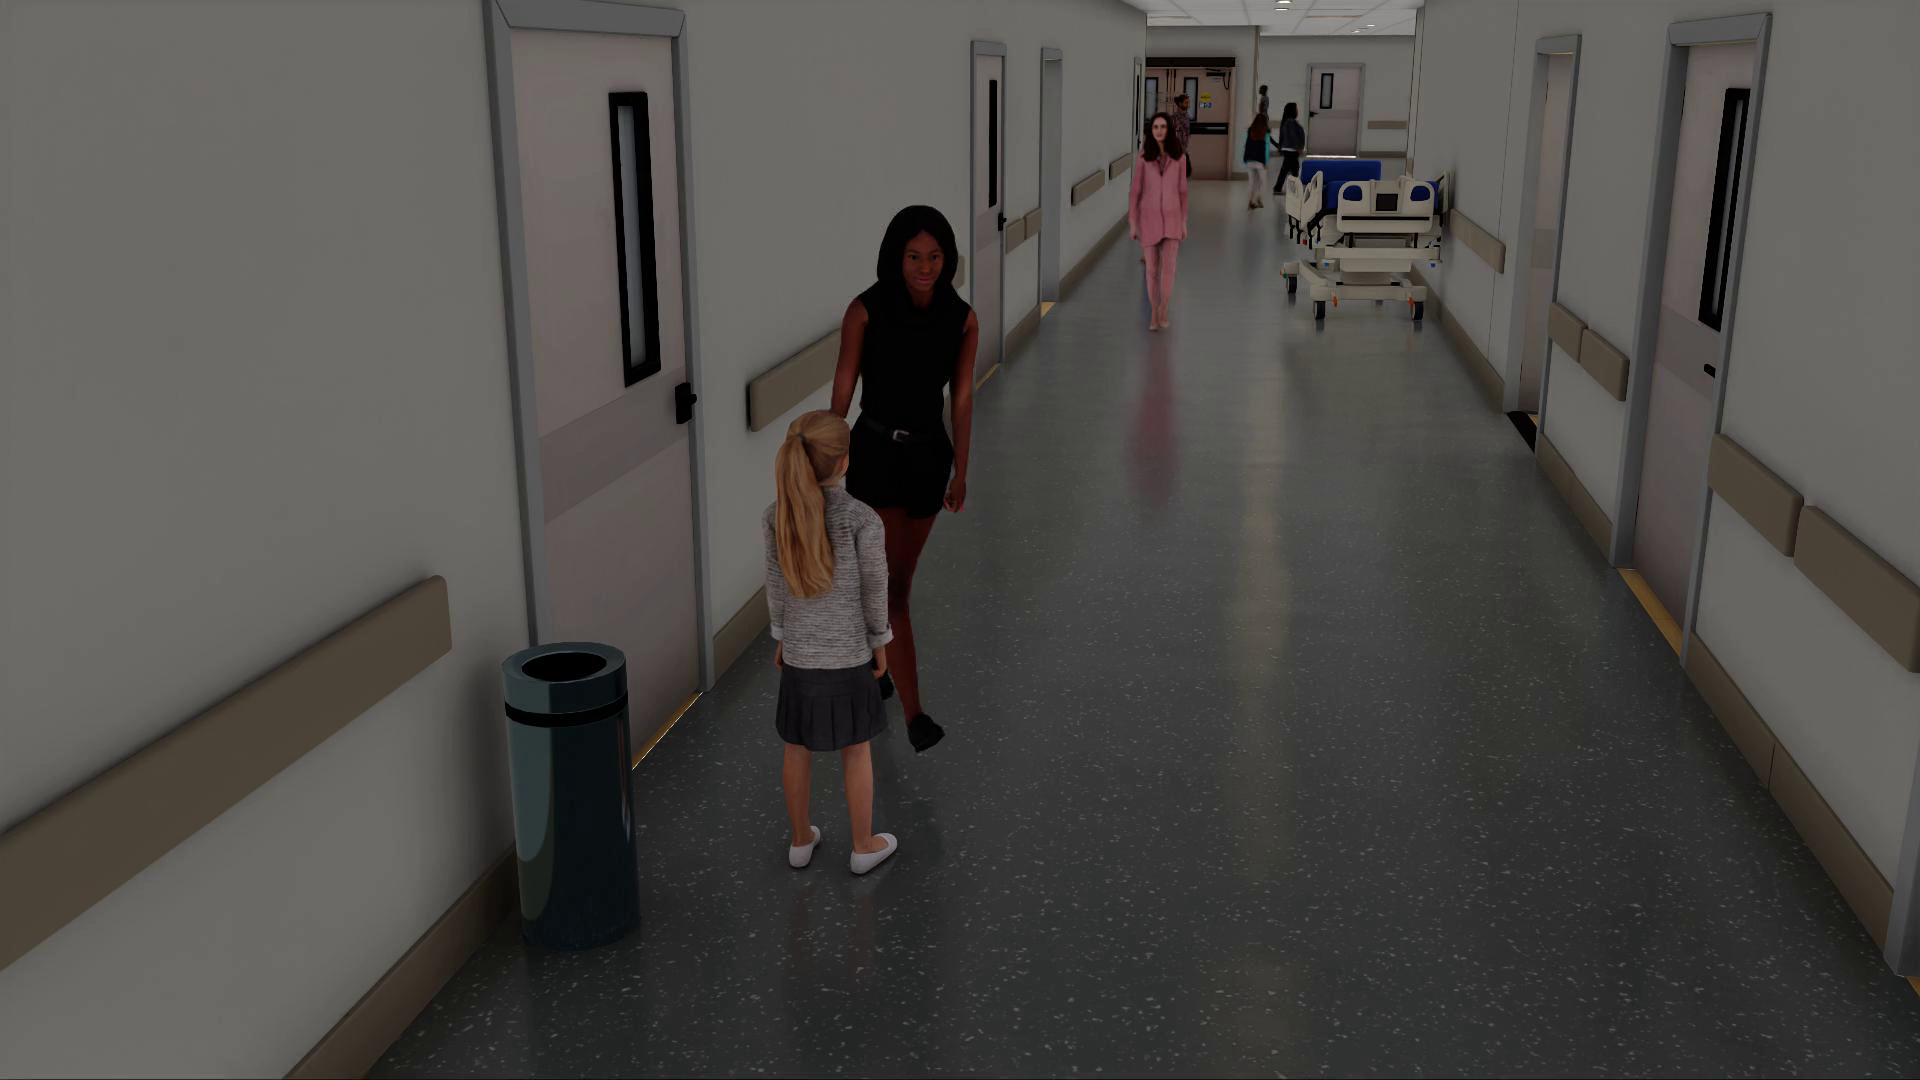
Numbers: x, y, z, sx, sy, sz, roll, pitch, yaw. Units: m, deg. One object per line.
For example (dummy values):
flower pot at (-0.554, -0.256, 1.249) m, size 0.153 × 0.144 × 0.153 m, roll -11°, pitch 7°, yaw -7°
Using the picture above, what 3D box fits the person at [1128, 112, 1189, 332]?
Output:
person at (1.672, -2.634, 13.850) m, size 0.545 × 1.785 × 0.687 m, roll 3°, pitch 16°, yaw 9°

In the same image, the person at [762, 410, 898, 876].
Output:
person at (-0.357, 0.273, 4.465) m, size 0.472 × 1.276 × 0.577 m, roll 4°, pitch 16°, yaw 15°

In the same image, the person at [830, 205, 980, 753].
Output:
person at (-0.216, -0.198, 5.417) m, size 1.226 × 1.674 × 1.134 m, roll -5°, pitch 17°, yaw -18°

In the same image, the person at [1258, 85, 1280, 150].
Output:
person at (7.582, -10.317, 41.147) m, size 1.114 × 1.760 × 0.732 m, roll 5°, pitch 17°, yaw 18°

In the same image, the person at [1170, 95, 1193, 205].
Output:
person at (3.527, -6.408, 27.302) m, size 0.860 × 1.750 × 0.849 m, roll 8°, pitch 18°, yaw 26°

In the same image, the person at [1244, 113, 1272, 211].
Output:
person at (4.629, -5.934, 26.106) m, size 0.659 × 1.487 × 0.739 m, roll 9°, pitch 18°, yaw 29°

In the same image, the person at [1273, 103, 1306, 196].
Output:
person at (5.655, -6.739, 28.830) m, size 1.038 × 1.558 × 0.792 m, roll 0°, pitch 16°, yaw -1°
